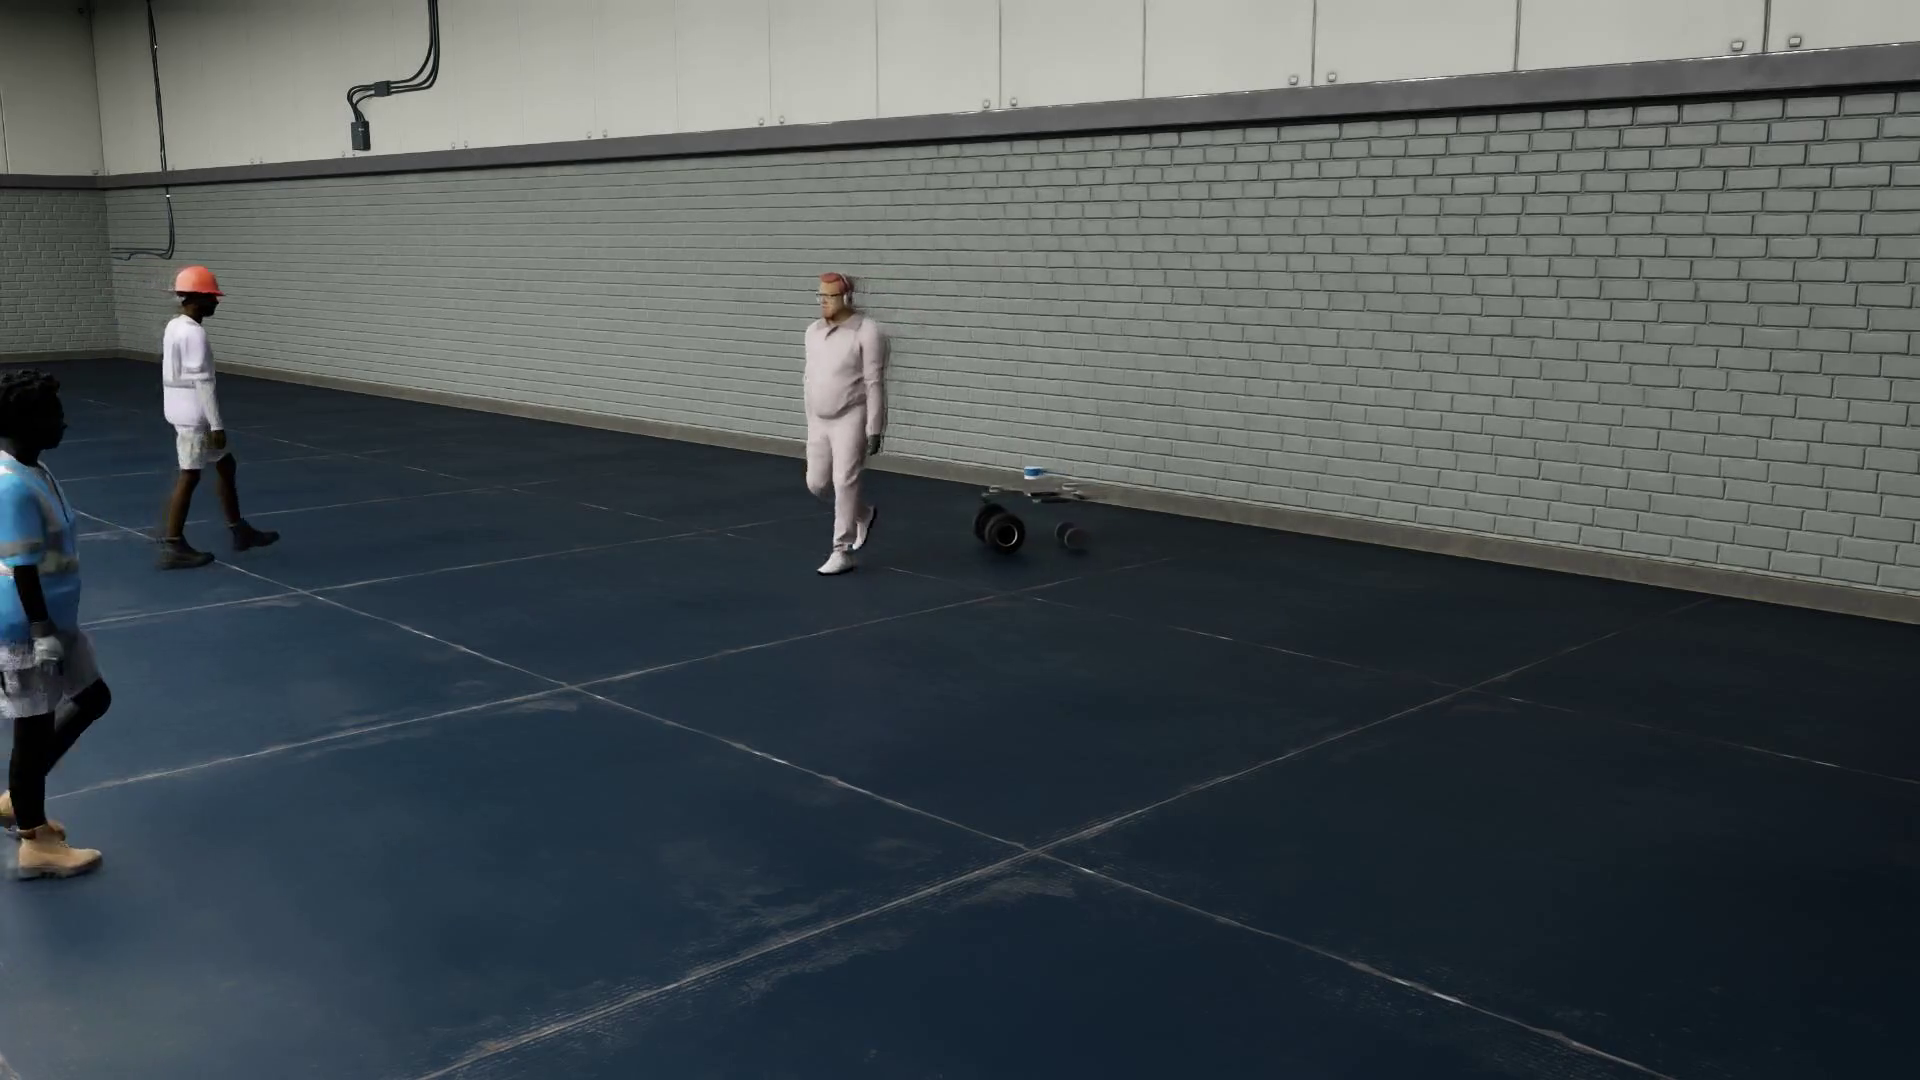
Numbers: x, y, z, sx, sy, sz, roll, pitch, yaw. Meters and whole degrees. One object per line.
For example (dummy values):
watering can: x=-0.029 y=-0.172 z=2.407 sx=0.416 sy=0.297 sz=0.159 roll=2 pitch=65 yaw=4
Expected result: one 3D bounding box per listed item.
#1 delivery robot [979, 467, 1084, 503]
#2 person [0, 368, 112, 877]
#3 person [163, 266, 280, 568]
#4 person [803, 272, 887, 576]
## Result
delivery robot: x=0.488 y=-0.383 z=11.325 sx=0.698 sy=0.223 sz=0.335 roll=-2 pitch=11 yaw=-11
person: x=-3.030 y=0.280 z=5.471 sx=0.363 sy=1.687 sz=0.542 roll=-3 pitch=11 yaw=-17
person: x=-4.820 y=-0.808 z=10.783 sx=0.834 sy=1.905 sz=0.563 roll=-7 pitch=13 yaw=-34
person: x=-0.721 y=-0.752 z=10.556 sx=0.649 sy=1.890 sz=0.646 roll=8 pitch=13 yaw=36
